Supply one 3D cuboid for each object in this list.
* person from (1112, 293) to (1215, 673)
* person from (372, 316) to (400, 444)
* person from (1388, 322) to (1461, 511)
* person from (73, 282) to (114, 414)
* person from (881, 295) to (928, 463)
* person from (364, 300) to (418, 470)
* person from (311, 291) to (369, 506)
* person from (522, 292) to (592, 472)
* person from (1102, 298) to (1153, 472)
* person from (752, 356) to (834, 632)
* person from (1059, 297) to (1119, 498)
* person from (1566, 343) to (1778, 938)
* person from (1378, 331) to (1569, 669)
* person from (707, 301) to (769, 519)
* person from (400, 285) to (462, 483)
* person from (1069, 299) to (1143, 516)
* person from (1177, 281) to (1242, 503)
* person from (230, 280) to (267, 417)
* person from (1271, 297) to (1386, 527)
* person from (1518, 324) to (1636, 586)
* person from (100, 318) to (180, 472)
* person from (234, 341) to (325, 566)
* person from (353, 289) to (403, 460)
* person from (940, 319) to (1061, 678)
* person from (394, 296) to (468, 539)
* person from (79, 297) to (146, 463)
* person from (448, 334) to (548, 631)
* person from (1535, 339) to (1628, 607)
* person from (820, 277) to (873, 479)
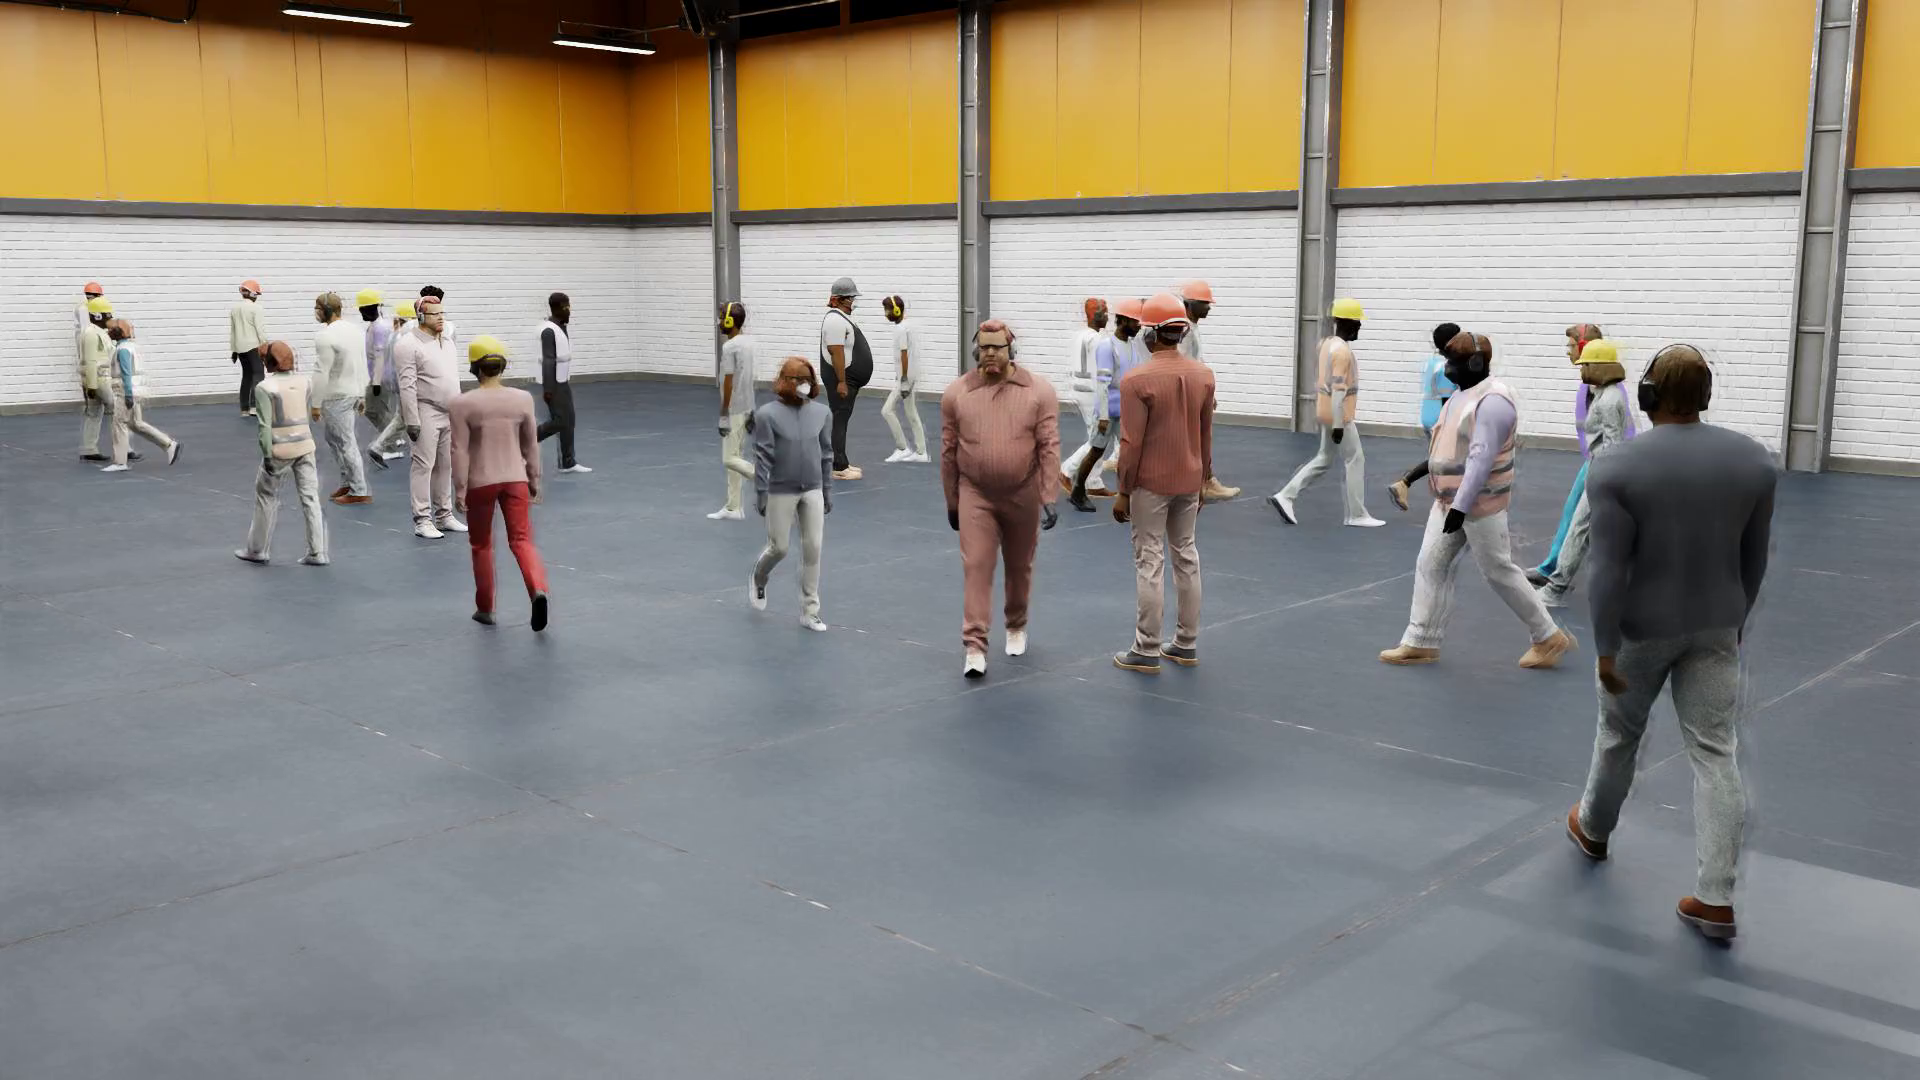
[{"bbox_3d":[1.066,-0.295,8.763,0.612,1.995,0.376,-6,11,-34],"label":"person"},{"bbox_3d":[-6.441,-1.830,19.403,0.843,1.588,0.509,-2,9,-12],"label":"person"},{"bbox_3d":[3.983,-0.992,13.998,0.559,1.680,0.546,1,9,4],"label":"person"},{"bbox_3d":[-12.599,-2.788,24.258,0.543,1.930,0.380,0,9,-1],"label":"person"},{"bbox_3d":[-0.624,-1.732,18.098,0.604,1.819,0.682,0,9,2],"label":"person"},{"bbox_3d":[-5.825,-1.616,17.477,0.891,1.804,0.587,-4,10,-24],"label":"person"},{"bbox_3d":[-5.579,-1.252,14.865,0.598,1.914,0.655,1,9,6],"label":"person"},{"bbox_3d":[-4.245,-1.617,17.209,0.697,1.895,0.612,0,9,-1],"label":"person"},{"bbox_3d":[1.791,-1.598,17.307,0.820,1.810,0.649,4,10,25],"label":"person"},{"bbox_3d":[-1.008,-0.287,9.866,0.507,1.620,0.612,-5,11,-30],"label":"person"},{"bbox_3d":[1.168,-1.286,15.252,0.557,1.864,0.586,-1,9,-7],"label":"person"},{"bbox_3d":[2.372,0.292,5.543,0.645,1.883,1.068,1,9,3],"label":"person"},{"bbox_3d":[2.771,-0.202,8.809,0.941,1.806,0.617,-1,9,-7],"label":"person"},{"bbox_3d":[-1.804,-1.062,13.916,0.669,1.852,0.509,2,10,13],"label":"person"},{"bbox_3d":[-5.244,-1.549,16.559,0.377,1.959,0.604,8,12,42],"label":"person"},{"bbox_3d":[1.287,-1.125,14.250,0.968,1.875,0.571,8,12,42],"label":"person"},{"bbox_3d":[2.172,-1.330,15.065,0.964,1.999,0.600,2,9,10],"label":"person"},{"bbox_3d":[-10.104,-2.704,23.682,0.842,1.956,0.591,6,11,31],"label":"person"},{"bbox_3d":[3.043,-1.041,13.655,0.878,1.897,0.598,0,9,1],"label":"person"},{"bbox_3d":[4.212,-0.517,10.860,1.010,1.770,0.563,6,11,31],"label":"person"},{"bbox_3d":[-8.684,-1.531,17.516,0.705,1.614,0.517,-4,10,-23],"label":"person"},{"bbox_3d":[-4.889,-0.613,11.905,0.773,1.610,0.519,5,10,27],"label":"person"},{"bbox_3d":[-6.429,-1.816,18.359,0.447,1.899,0.619,-4,10,-23],"label":"person"},{"bbox_3d":[0.212,-0.234,8.828,0.640,1.858,1.001,0,9,3],"label":"person"},{"bbox_3d":[-4.165,-0.975,13.205,0.407,1.908,0.642,3,10,19],"label":"person"},{"bbox_3d":[-9.285,-1.742,18.188,0.743,1.801,0.601,-5,10,-26],"label":"person"},{"bbox_3d":[-2.687,-0.327,9.734,0.539,1.747,0.756,-6,11,-33],"label":"person"},{"bbox_3d":[4.012,-0.390,10.279,0.920,1.688,0.493,4,10,25],"label":"person"},{"bbox_3d":[-1.147,-1.644,16.894,0.536,2.000,0.676,0,9,0],"label":"person"}]
